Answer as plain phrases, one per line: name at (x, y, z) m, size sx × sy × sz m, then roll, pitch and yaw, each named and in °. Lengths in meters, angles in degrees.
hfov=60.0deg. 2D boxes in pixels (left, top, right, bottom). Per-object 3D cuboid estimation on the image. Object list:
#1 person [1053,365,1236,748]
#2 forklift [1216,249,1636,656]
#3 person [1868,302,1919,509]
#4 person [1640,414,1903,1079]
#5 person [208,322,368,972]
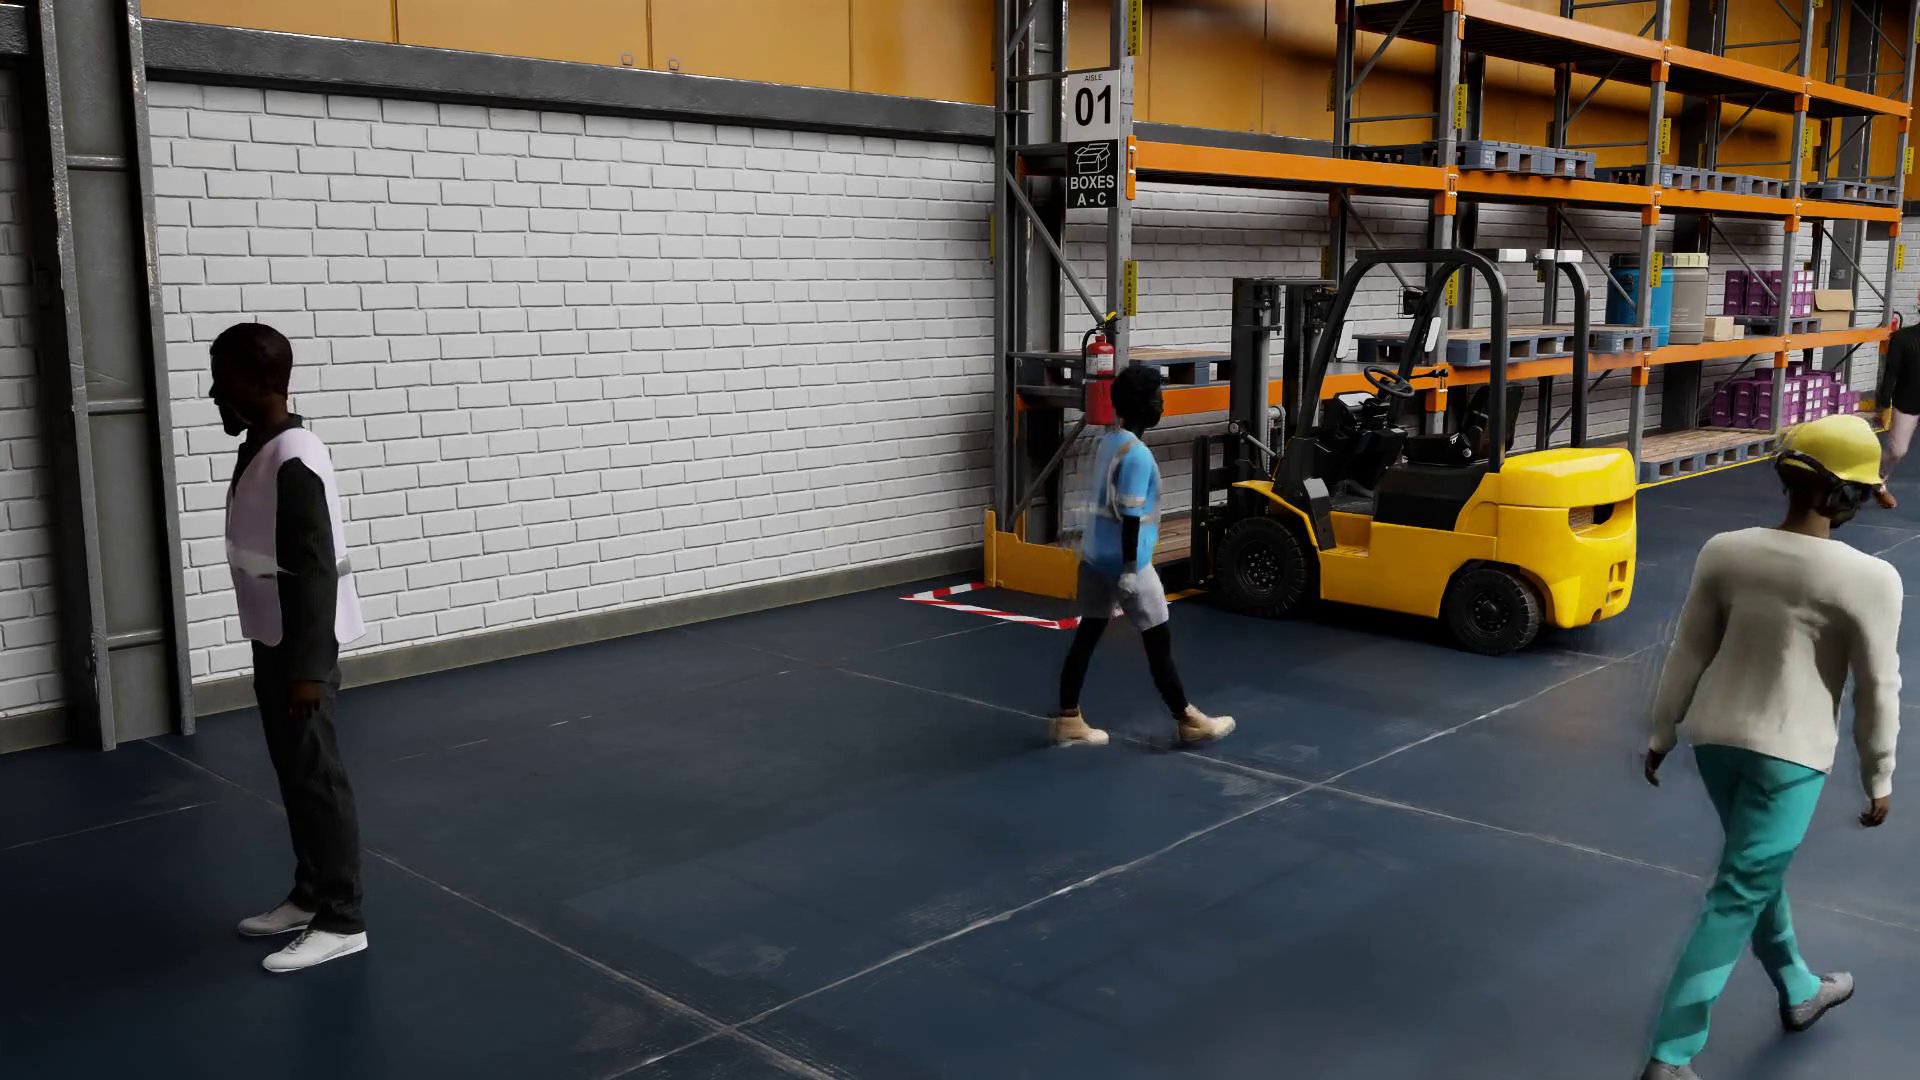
person at (0.787, 0.083, 7.144) m, size 0.830 × 1.653 × 0.550 m, roll -2°, pitch 9°, yaw -13°
forklift at (2.710, -0.584, 9.626) m, size 2.313 × 2.155 × 1.214 m, roll 9°, pitch 13°, yaw 43°
person at (7.957, -1.152, 13.877) m, size 0.653 × 1.951 × 0.944 m, roll 1°, pitch 9°, yaw 4°
person at (2.052, 0.540, 4.224) m, size 0.971 × 1.707 × 0.547 m, roll -5°, pitch 11°, yaw -28°
person at (-1.990, 0.313, 4.976) m, size 0.371 × 1.915 × 0.597 m, roll -6°, pitch 11°, yaw -32°
